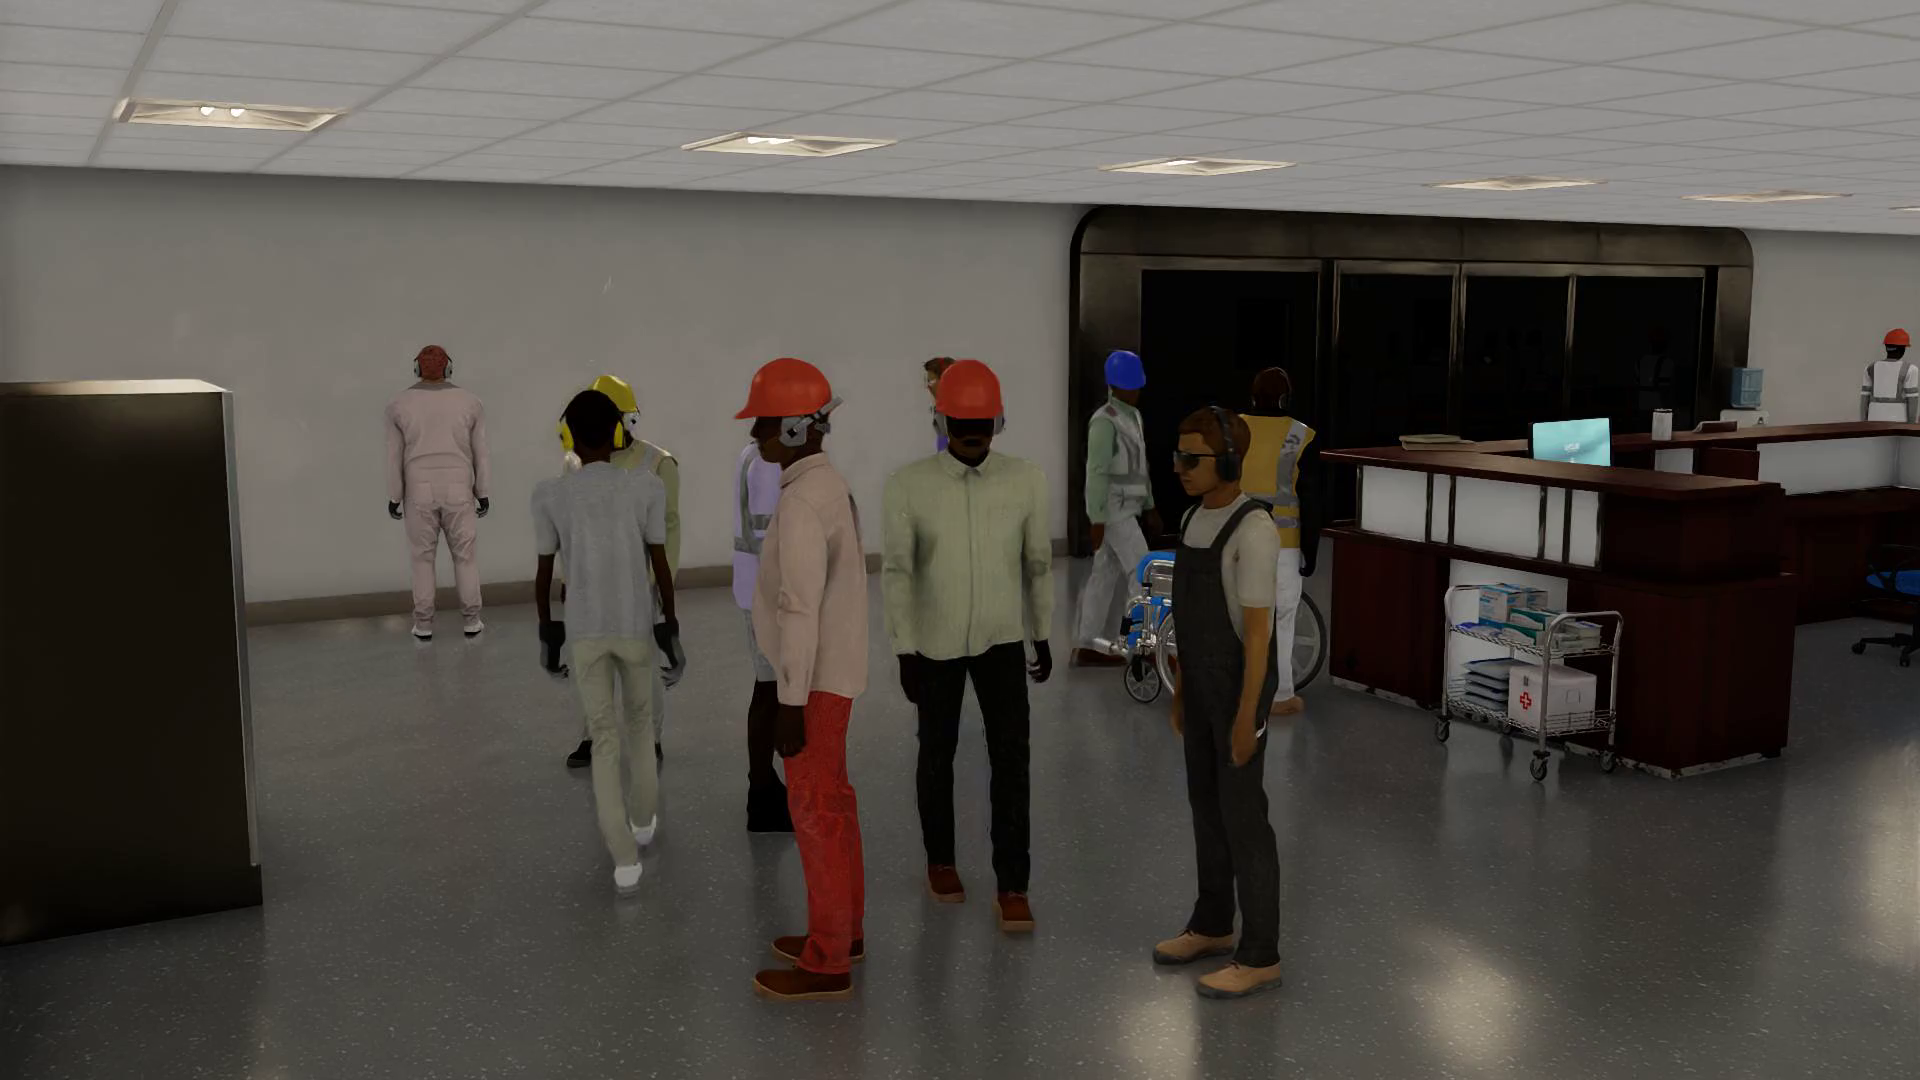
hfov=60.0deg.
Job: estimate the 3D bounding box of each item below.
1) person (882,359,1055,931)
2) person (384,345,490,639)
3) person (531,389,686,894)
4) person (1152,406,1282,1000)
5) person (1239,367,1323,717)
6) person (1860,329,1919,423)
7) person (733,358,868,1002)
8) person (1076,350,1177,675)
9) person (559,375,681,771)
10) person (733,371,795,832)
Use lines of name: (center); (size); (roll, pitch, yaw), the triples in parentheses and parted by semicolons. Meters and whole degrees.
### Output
person: (0.055, 0.364, 5.746); (0.632, 1.953, 0.862); (-2, 8, -11)
person: (-3.394, -0.313, 10.829); (0.651, 1.906, 0.402); (-3, 8, -21)
person: (-1.327, 0.350, 6.299); (0.536, 1.827, 0.889); (-2, 8, -14)
person: (0.818, 0.498, 5.222); (0.342, 1.837, 0.503); (-3, 8, -20)
person: (1.608, 0.011, 8.760); (0.630, 1.835, 0.429); (5, 9, 30)
person: (9.775, -1.249, 17.490); (0.374, 1.935, 0.552); (-6, 10, -39)
person: (-0.490, 0.430, 5.181); (0.410, 1.986, 0.609); (0, 8, 1)
person: (1.037, -0.152, 9.701); (0.796, 1.893, 0.594); (2, 8, 12)
person: (-1.595, 0.155, 7.705); (0.600, 1.831, 0.404); (2, 8, 15)
person: (-0.744, 0.228, 6.850); (0.378, 1.931, 0.546); (-1, 8, -9)
